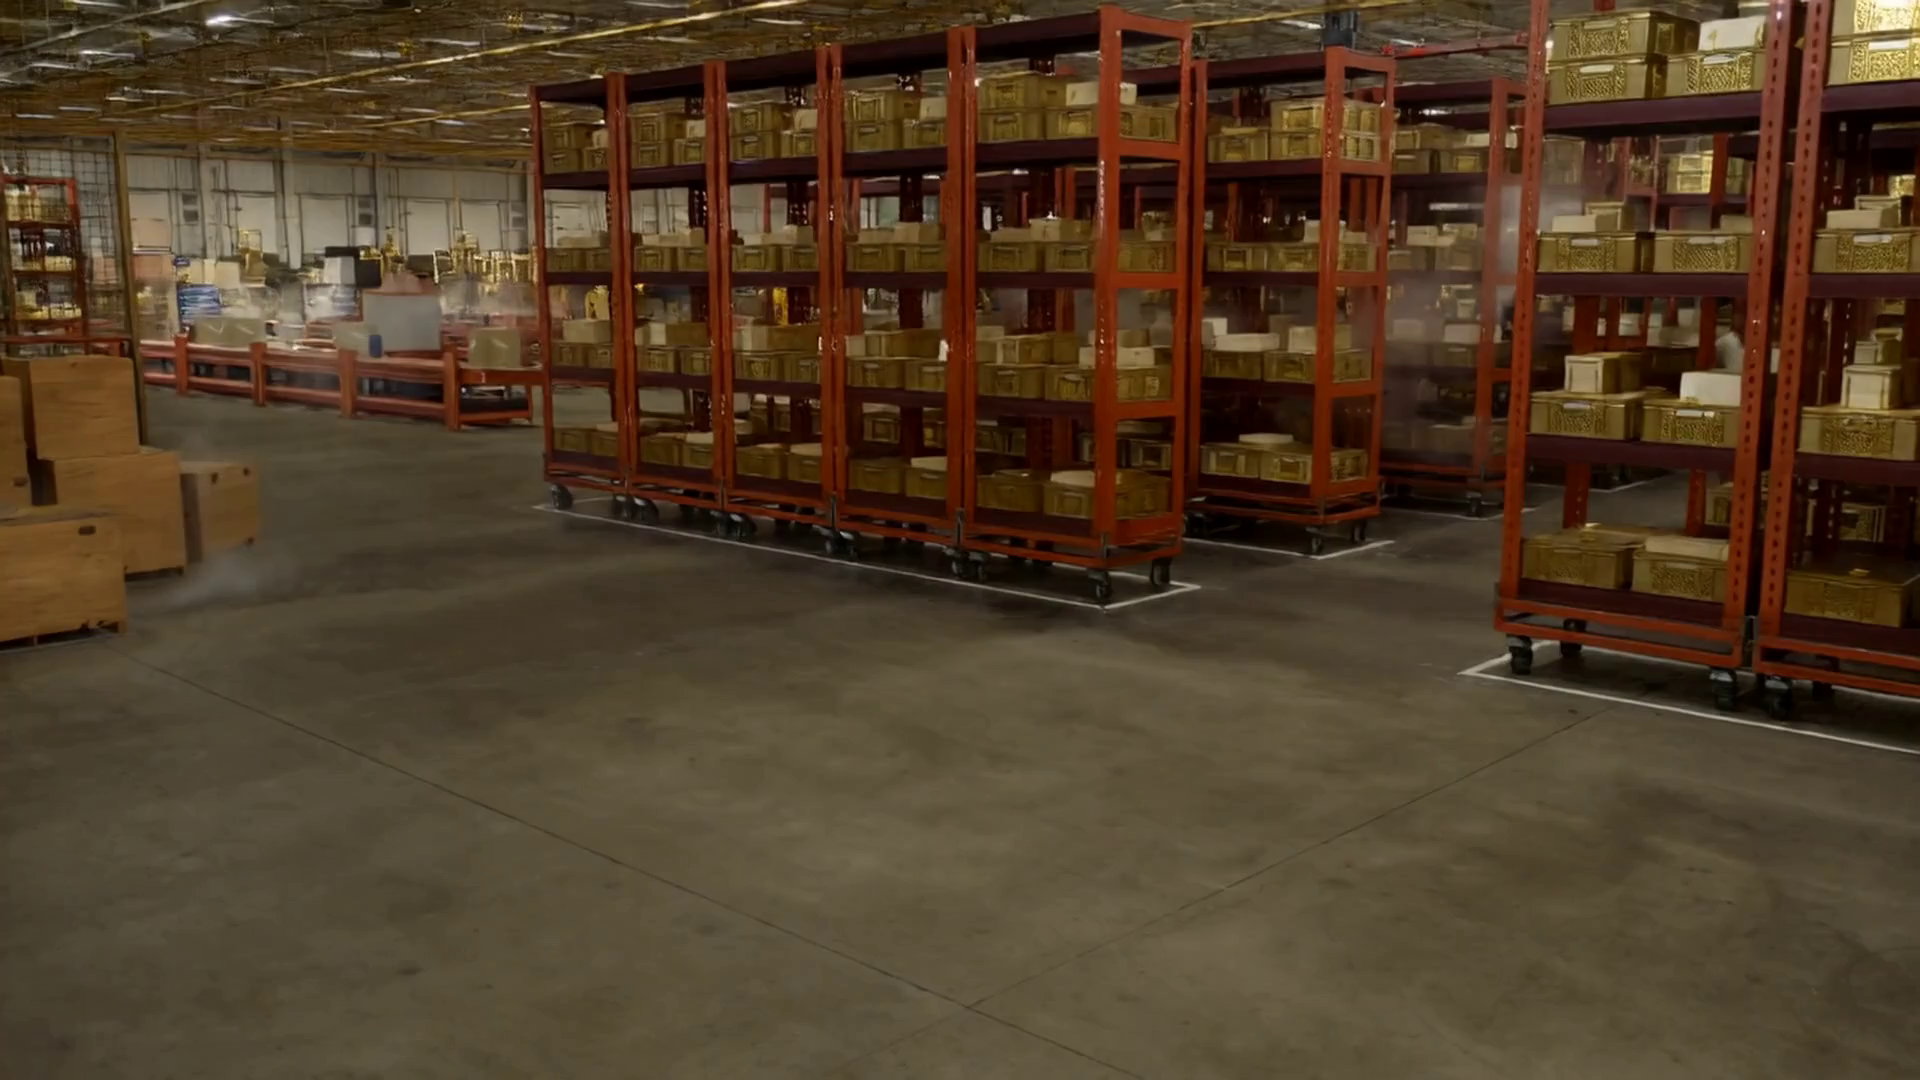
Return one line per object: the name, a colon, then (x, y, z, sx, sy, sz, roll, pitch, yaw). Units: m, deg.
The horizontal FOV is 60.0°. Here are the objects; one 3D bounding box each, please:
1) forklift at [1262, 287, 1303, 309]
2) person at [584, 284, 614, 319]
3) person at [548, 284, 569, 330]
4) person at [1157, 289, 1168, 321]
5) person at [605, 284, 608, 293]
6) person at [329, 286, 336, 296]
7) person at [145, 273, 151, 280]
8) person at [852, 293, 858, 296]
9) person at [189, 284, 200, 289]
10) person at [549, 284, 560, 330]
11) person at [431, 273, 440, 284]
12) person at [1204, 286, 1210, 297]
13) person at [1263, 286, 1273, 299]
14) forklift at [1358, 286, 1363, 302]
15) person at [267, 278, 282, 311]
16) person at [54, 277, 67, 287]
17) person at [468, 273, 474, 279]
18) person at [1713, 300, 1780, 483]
forklift: (10.769, -8.203, 54.240, 1.129, 2.768, 1.873, 8, 12, 42)
person: (-7.069, -4.207, 32.764, 0.396, 1.898, 0.642, 9, 13, 43)
person: (-9.048, -5.074, 37.617, 0.612, 2.043, 0.374, 7, 11, 35)
person: (3.398, -3.163, 26.766, 0.538, 1.753, 0.558, 9, 13, 43)
person: (-12.876, -8.591, 60.422, 0.517, 1.636, 0.314, 4, 10, 21)
person: (-22.507, -8.621, 60.036, 0.920, 1.821, 0.546, -4, 10, -23)
person: (-41.884, -12.873, 86.026, 0.528, 1.855, 0.717, 9, 13, 42)
person: (-4.715, -10.990, 74.995, 0.615, 1.686, 0.386, 4, 10, 21)
person: (-37.390, -12.117, 81.301, 0.575, 1.874, 0.630, 1, 9, 9)
person: (-10.316, -5.758, 42.190, 0.554, 1.921, 0.723, -6, 11, -31)
person: (-28.107, -13.416, 89.388, 0.624, 1.841, 0.430, 6, 11, 31)
person: (8.190, -7.636, 54.570, 0.500, 1.634, 0.281, 6, 11, 33)
person: (10.832, -8.398, 58.408, 0.546, 1.913, 0.743, 8, 12, 39)
forklift: (11.100, -7.017, 46.970, 1.873, 2.768, 1.129, 9, 13, 43)
person: (-25.005, -8.682, 60.671, 0.502, 1.727, 0.478, -4, 10, -24)
person: (-35.401, -9.553, 65.612, 0.583, 1.866, 0.769, 1, 9, 9)
person: (-17.203, -8.440, 58.628, 0.541, 1.928, 0.397, -7, 12, -38)
person: (6.420, -1.054, 13.629, 0.525, 1.831, 0.565, -8, 12, -39)
